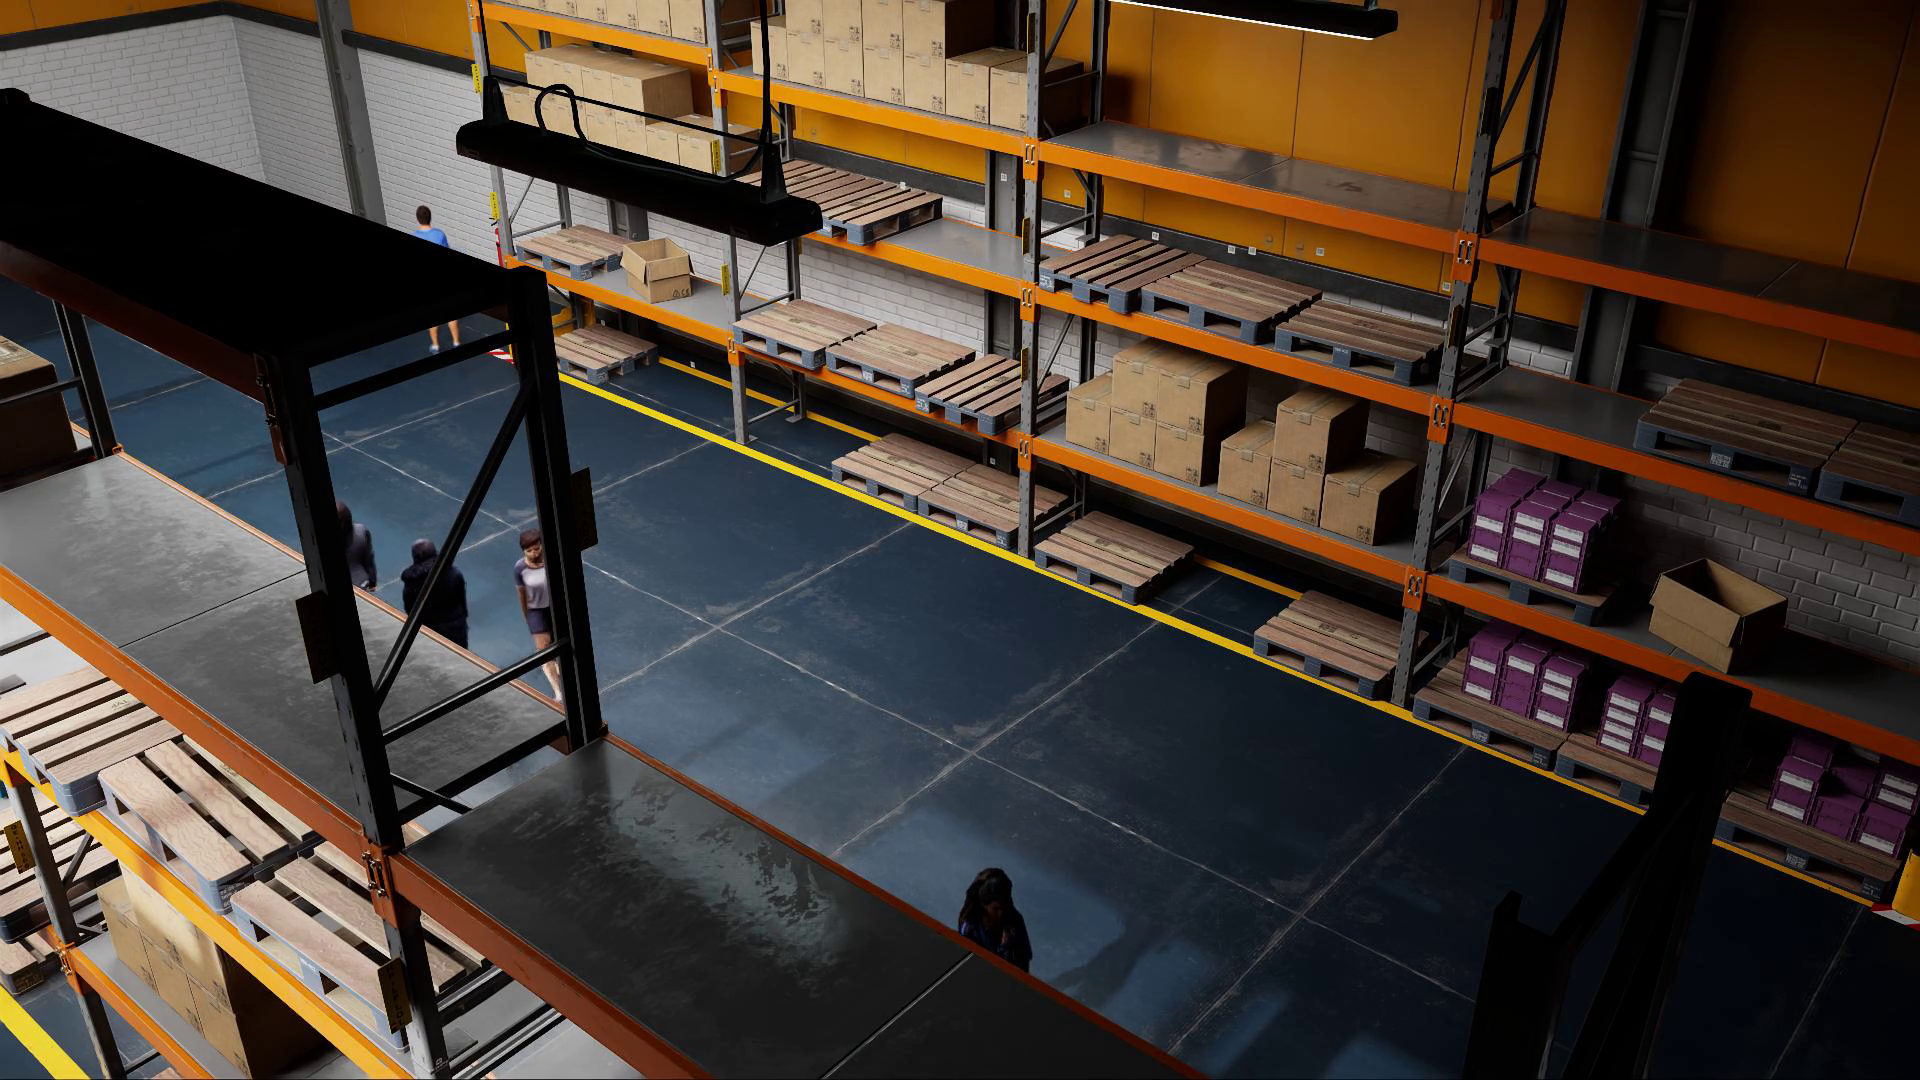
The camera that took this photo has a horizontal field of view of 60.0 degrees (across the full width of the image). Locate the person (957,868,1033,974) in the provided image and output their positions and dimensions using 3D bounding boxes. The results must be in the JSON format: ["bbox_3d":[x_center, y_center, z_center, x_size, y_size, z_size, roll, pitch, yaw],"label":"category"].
[{"bbox_3d":[0.164,2.628,10.069,0.874,1.581,1.114,-14,32,-24],"label":"person"}]

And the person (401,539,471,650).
[{"bbox_3d":[-4.163,0.744,13.434,0.757,1.666,0.846,-20,34,-32],"label":"person"}]

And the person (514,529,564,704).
[{"bbox_3d":[-3.490,0.545,13.957,0.836,1.515,1.108,-16,32,-27],"label":"person"}]

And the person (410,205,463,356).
[{"bbox_3d":[-6.459,-3.188,20.432,0.692,1.869,0.694,-12,31,-21],"label":"person"}]
